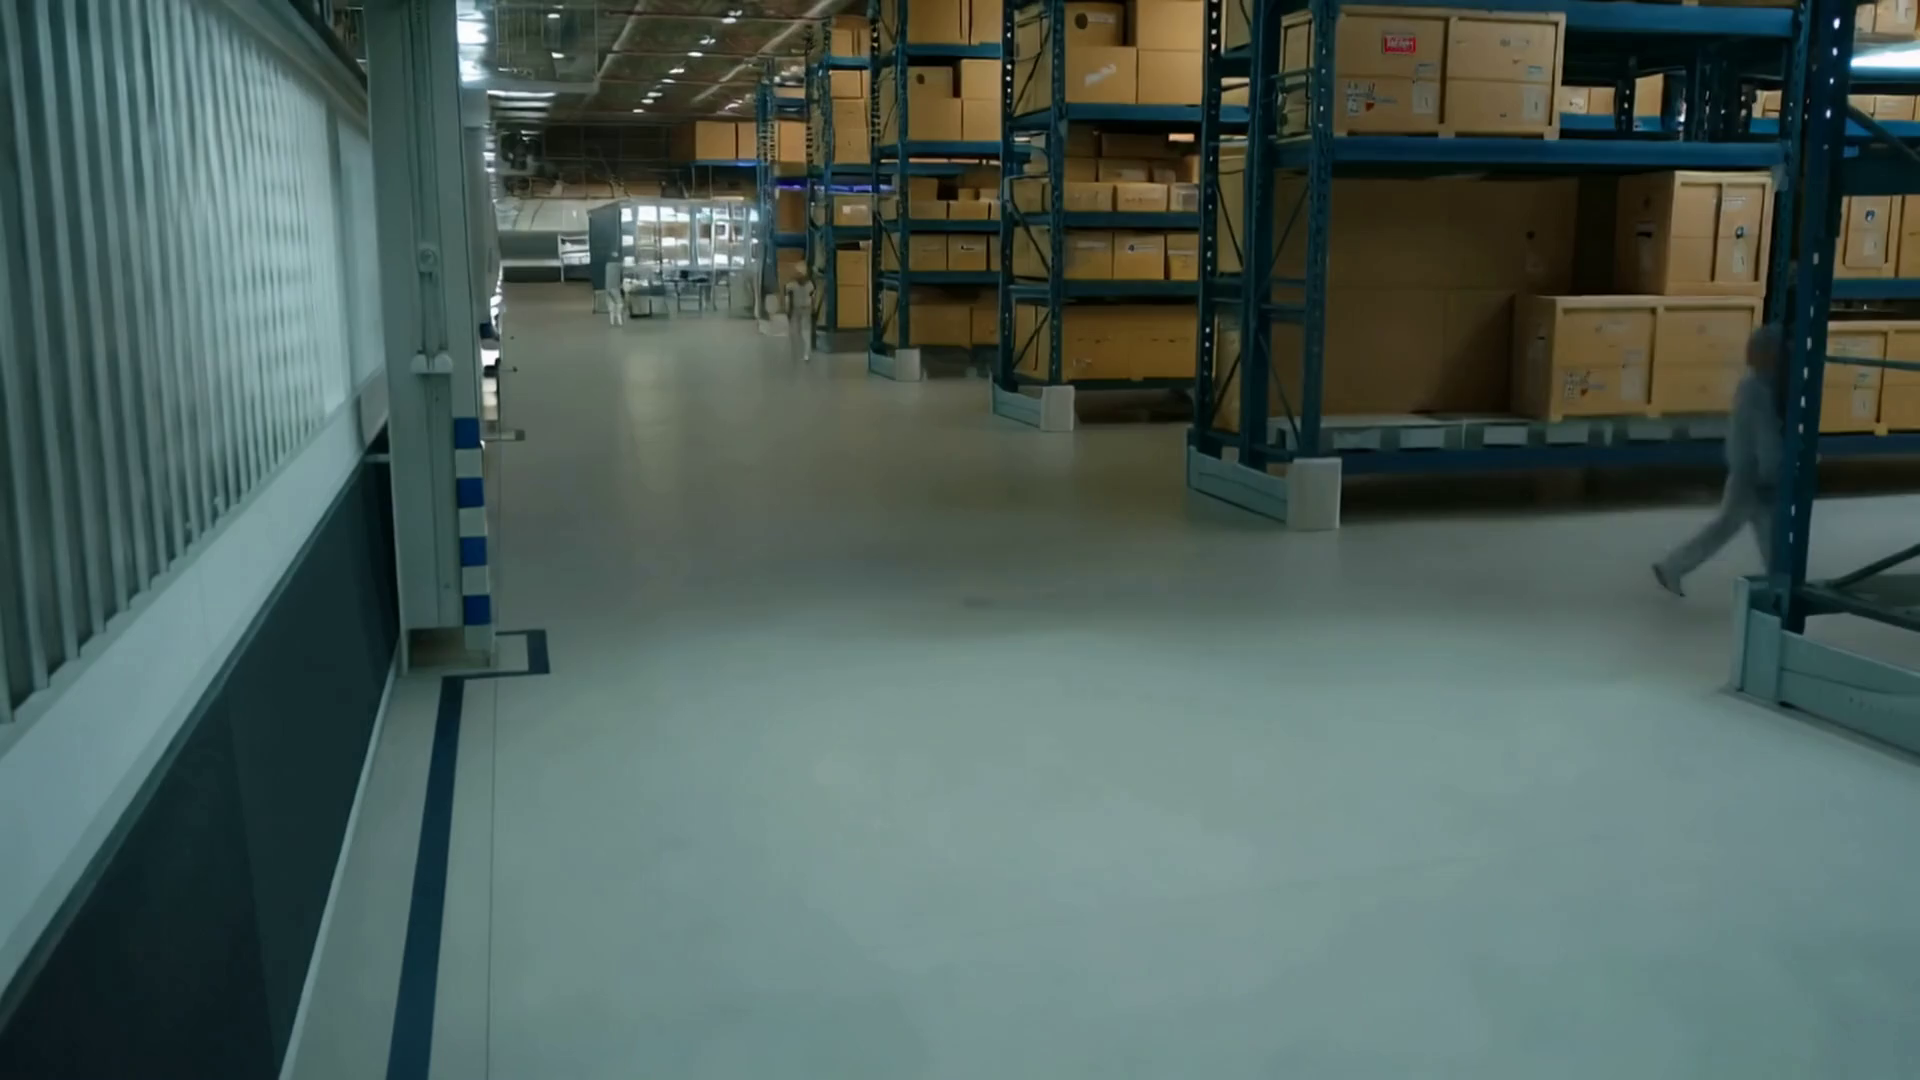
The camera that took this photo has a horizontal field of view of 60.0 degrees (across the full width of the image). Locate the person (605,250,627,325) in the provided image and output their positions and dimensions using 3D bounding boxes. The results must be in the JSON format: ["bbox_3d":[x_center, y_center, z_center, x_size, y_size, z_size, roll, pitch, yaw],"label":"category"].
[{"bbox_3d":[-8.913,-6.541,43.079,0.548,1.937,0.379,5,11,24],"label":"person"}]

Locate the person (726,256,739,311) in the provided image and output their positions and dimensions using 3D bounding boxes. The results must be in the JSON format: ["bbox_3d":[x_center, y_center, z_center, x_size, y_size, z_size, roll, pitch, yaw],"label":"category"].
[{"bbox_3d":[-6.530,-7.324,48.101,0.485,1.735,0.346,5,11,26],"label":"person"}]

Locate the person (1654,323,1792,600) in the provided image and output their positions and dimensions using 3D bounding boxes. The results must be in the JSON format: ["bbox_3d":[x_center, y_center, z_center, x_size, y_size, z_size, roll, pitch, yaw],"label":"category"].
[{"bbox_3d":[4.388,-0.416,9.340,0.785,1.607,0.514,8,13,38],"label":"person"}]

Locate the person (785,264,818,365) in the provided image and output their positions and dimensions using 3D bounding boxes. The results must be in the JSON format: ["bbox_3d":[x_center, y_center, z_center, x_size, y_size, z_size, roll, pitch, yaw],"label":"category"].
[{"bbox_3d":[-2.751,-3.911,28.783,0.570,1.730,0.741,-2,10,-12],"label":"person"}]

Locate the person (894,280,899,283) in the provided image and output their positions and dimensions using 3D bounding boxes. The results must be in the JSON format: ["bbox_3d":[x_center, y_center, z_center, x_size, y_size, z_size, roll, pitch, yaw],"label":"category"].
[{"bbox_3d":[-0.923,-3.782,27.753,0.435,1.833,0.648,-7,12,-33],"label":"person"}]
